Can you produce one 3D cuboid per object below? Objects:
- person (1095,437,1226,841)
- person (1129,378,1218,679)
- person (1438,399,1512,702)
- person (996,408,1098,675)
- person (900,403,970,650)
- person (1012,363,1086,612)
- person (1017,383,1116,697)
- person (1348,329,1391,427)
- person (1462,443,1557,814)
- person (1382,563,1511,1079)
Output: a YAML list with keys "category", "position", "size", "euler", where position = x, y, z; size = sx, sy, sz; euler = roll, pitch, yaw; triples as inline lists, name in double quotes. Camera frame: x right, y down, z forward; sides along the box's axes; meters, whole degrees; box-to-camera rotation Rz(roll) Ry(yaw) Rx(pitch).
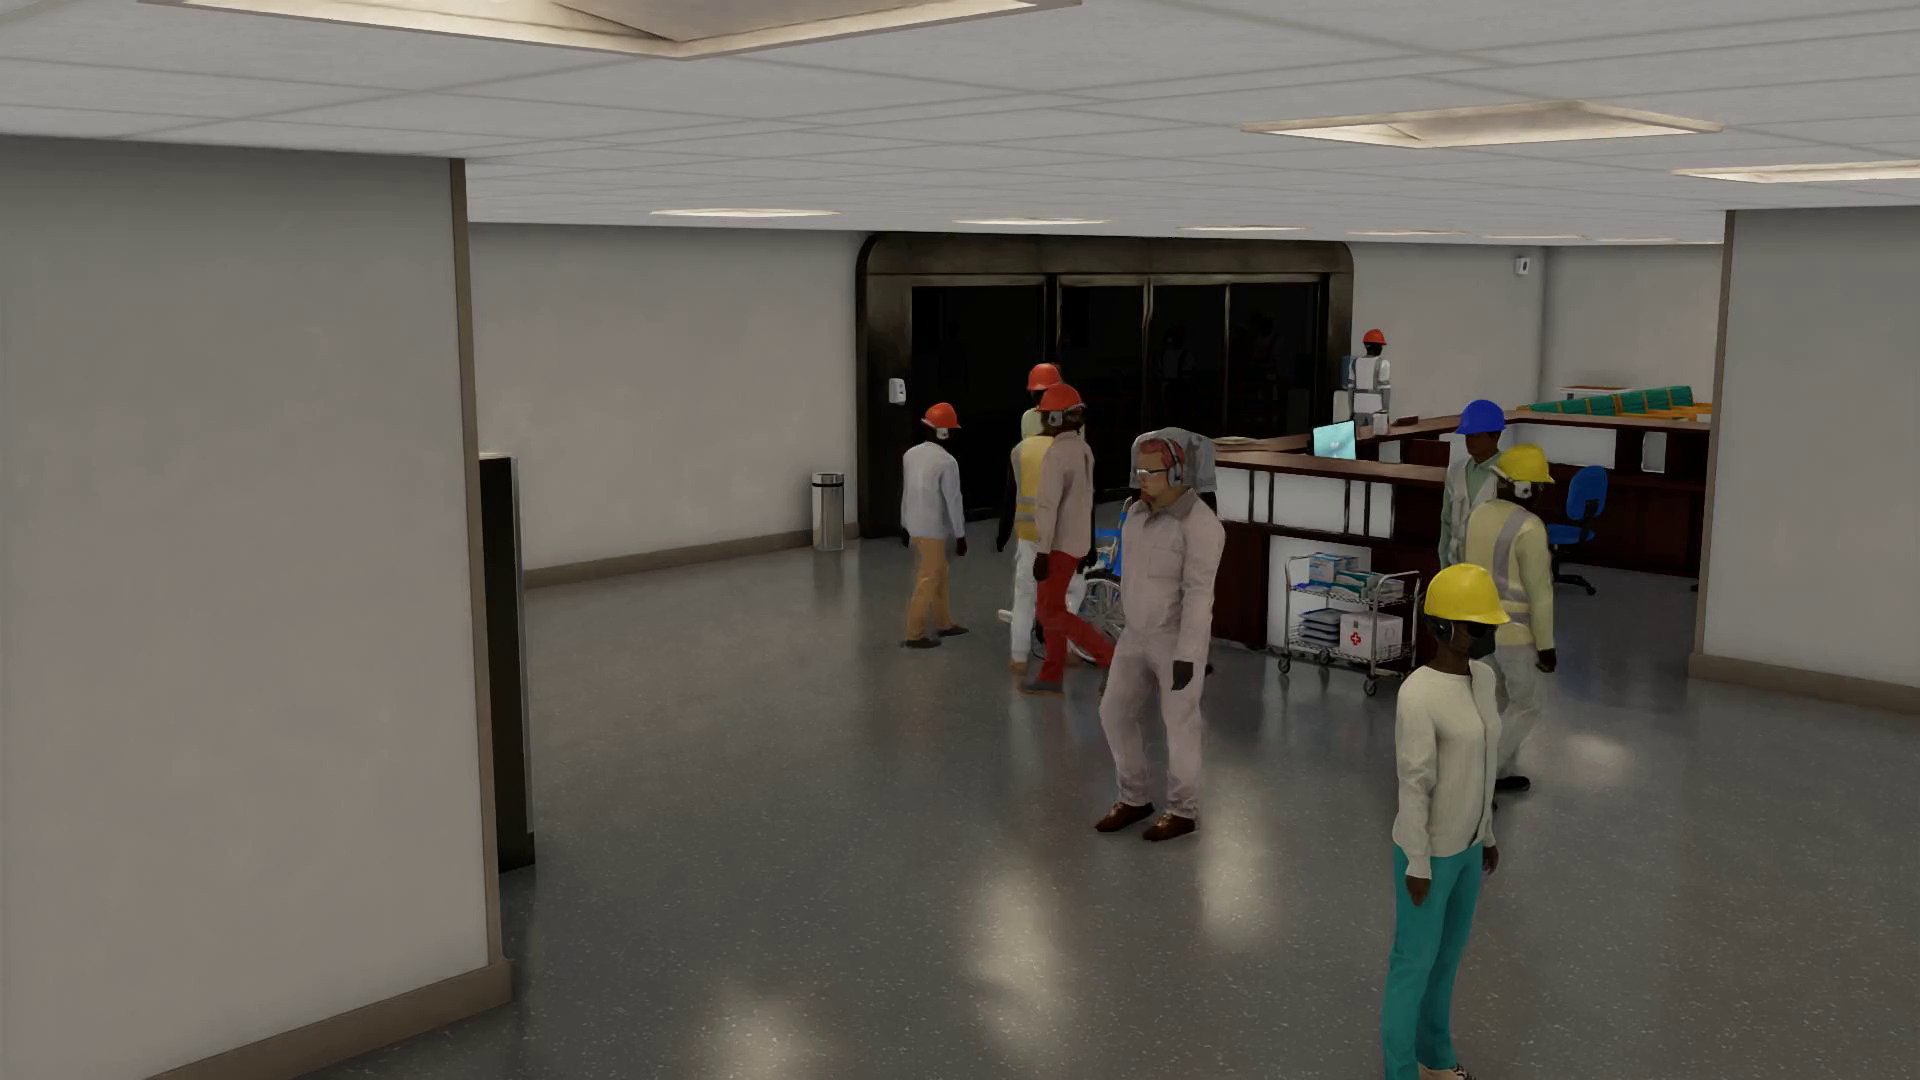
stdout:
- category: "person"
  position: [0.878, 0.473, 7.663]
  size: [0.573, 1.889, 0.656]
  euler: [-7, 11, -35]
- category: "person"
  position: [1.394, -0.065, 10.755]
  size: [0.604, 1.959, 0.379]
  euler: [6, 11, 32]
- category: "person"
  position: [2.936, 0.176, 9.371]
  size: [0.421, 1.939, 0.600]
  euler: [-6, 11, -34]
- category: "person"
  position: [0.584, -0.017, 10.957]
  size: [0.822, 1.797, 0.629]
  euler: [7, 12, 37]
- category: "person"
  position: [-0.109, -0.102, 11.678]
  size: [0.712, 1.721, 0.581]
  euler: [-6, 11, -31]
- category: "person"
  position: [0.721, -0.376, 12.743]
  size: [0.634, 1.953, 0.736]
  euler: [7, 12, 37]
- category: "person"
  position: [0.690, 0.027, 10.155]
  size: [0.673, 1.968, 0.616]
  euler: [4, 10, 21]
- category: "person"
  position: [4.953, -1.573, 20.086]
  size: [0.545, 1.933, 0.376]
  euler: [9, 13, 44]
- category: "person"
  position: [2.662, 0.432, 8.181]
  size: [0.525, 1.830, 0.604]
  euler: [-2, 10, -15]
- category: "person"
  position: [1.518, 0.944, 5.162]
  size: [0.308, 1.769, 0.525]
  euler: [8, 12, 41]
